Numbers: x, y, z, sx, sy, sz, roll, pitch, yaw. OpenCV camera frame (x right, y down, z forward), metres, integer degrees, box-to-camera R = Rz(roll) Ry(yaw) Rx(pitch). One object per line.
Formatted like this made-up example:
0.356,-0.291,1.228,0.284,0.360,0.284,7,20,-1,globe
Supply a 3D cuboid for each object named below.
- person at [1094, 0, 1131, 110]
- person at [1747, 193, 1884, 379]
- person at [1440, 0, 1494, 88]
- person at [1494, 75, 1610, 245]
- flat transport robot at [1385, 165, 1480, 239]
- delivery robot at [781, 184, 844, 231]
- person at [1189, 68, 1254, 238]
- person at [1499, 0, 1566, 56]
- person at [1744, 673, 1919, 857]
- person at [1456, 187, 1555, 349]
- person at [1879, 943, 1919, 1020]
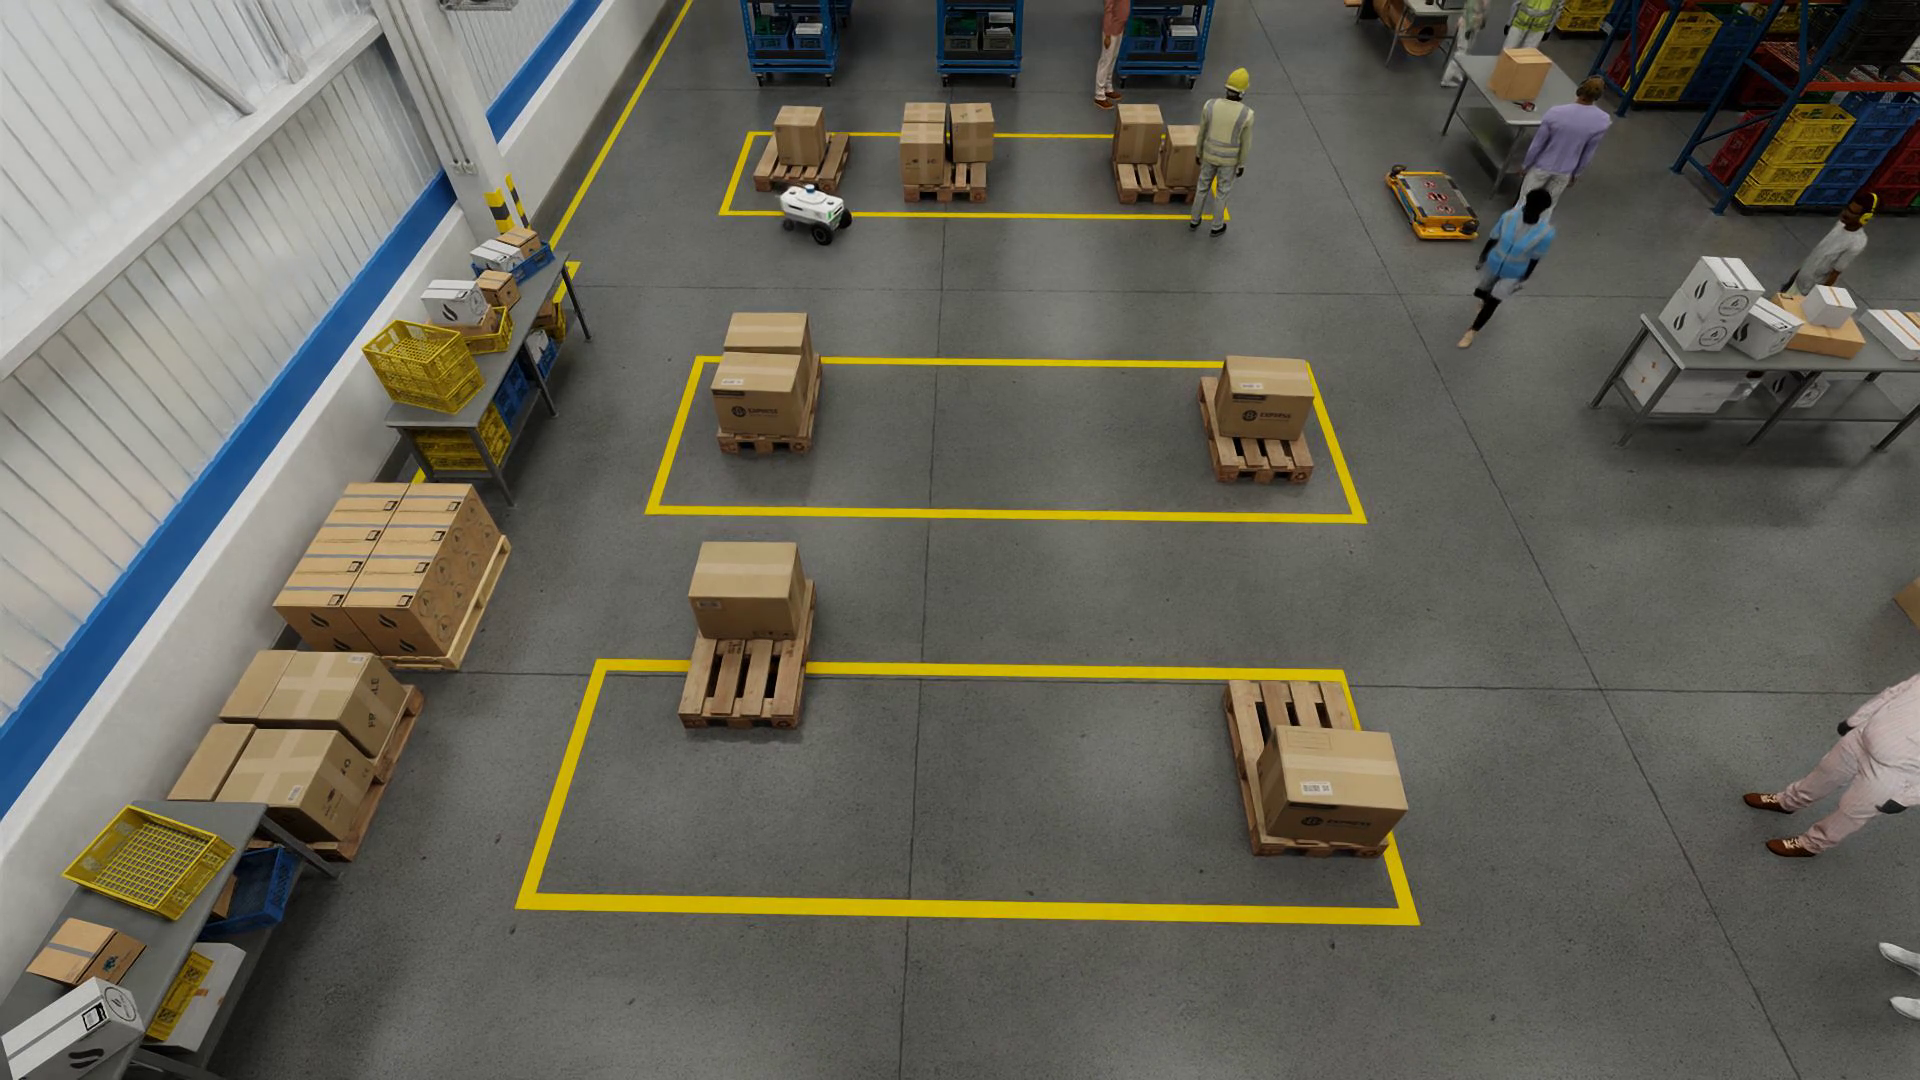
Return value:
2.093,-6.913,12.367,0.377,1.995,0.608,22,53,18,person
7.820,-2.331,8.492,0.325,1.862,0.513,14,51,12,person
7.226,-7.260,12.918,0.560,1.609,0.383,-30,55,-23,person
6.382,-4.006,9.888,0.629,1.940,0.373,16,51,13,person
5.692,-4.094,11.059,0.652,0.197,1.431,1,49,1,flat transport robot
-1.709,-3.870,10.619,0.707,0.478,0.477,21,52,17,delivery robot
2.911,-4.280,10.194,0.600,1.831,0.404,26,54,21,person
7.861,-7.104,12.642,0.631,1.836,0.429,20,52,16,person
5.405,1.261,5.358,0.402,1.901,0.647,7,49,6,person
5.345,-2.678,8.917,0.632,1.672,0.538,-32,56,-25,person
5.634,2.039,4.669,0.373,1.917,0.595,19,52,16,person
